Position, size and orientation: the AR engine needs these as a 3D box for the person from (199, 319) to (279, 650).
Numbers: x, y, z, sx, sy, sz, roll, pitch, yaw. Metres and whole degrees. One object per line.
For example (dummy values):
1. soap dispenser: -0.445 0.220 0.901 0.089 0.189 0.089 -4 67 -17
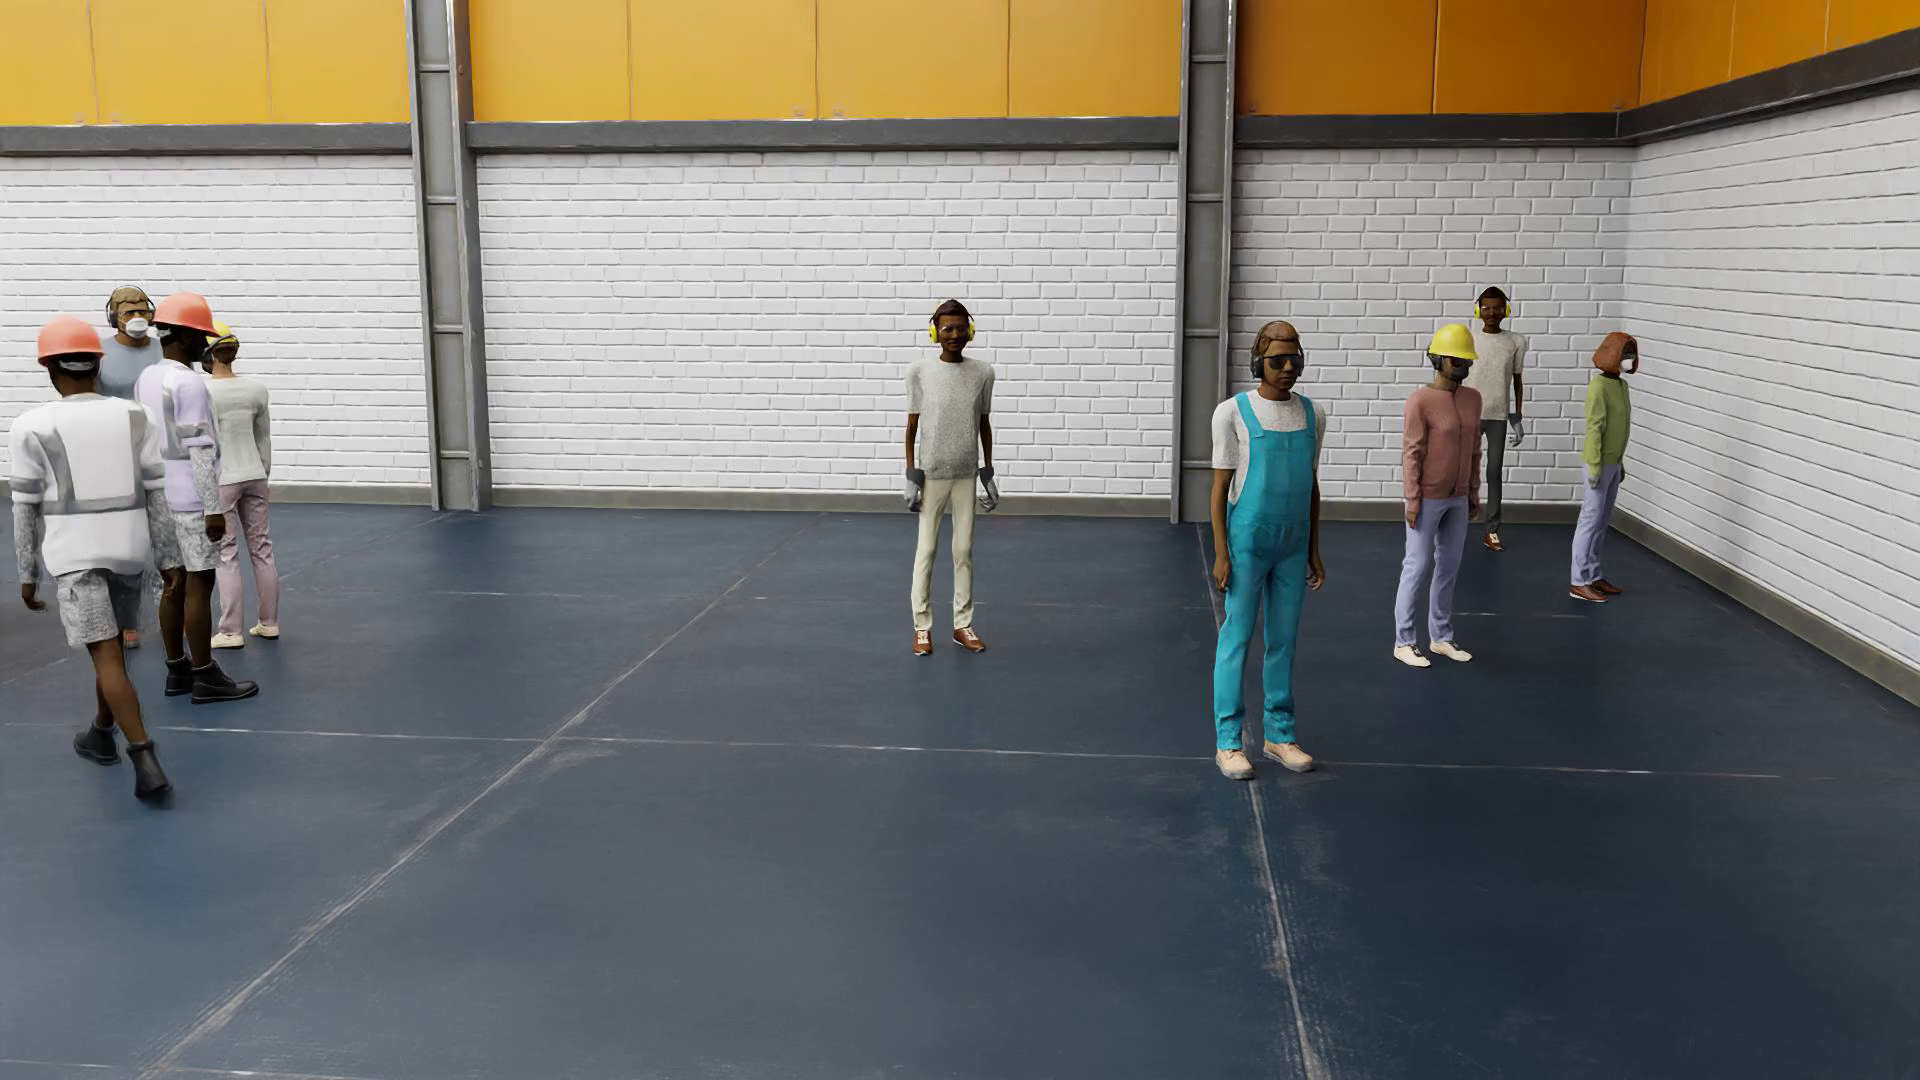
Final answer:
1. person: -3.915 -0.294 8.903 0.321 1.761 0.522 5 11 27

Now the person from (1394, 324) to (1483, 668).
1. person: 2.467 -0.221 8.494 0.522 1.759 0.344 -6 12 -32

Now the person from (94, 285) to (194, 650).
1. person: -4.409 -0.396 8.968 0.379 1.940 0.629 9 14 43

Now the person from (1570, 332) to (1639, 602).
1. person: 3.945 -0.449 10.147 0.278 1.631 0.507 8 13 38

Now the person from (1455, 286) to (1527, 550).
1. person: 3.739 -0.856 11.799 0.521 1.873 0.334 2 10 13

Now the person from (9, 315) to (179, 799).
1. person: -3.392 0.060 6.560 1.024 1.880 0.549 9 13 41

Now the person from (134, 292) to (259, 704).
1. person: -3.619 -0.195 7.848 0.542 1.930 0.376 9 13 40

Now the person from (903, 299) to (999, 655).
1. person: -0.047 -0.329 8.781 0.519 1.874 0.331 -3 10 -16

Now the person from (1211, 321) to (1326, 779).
1. person: 1.254 0.041 6.740 0.507 1.846 0.345 -4 11 -20
